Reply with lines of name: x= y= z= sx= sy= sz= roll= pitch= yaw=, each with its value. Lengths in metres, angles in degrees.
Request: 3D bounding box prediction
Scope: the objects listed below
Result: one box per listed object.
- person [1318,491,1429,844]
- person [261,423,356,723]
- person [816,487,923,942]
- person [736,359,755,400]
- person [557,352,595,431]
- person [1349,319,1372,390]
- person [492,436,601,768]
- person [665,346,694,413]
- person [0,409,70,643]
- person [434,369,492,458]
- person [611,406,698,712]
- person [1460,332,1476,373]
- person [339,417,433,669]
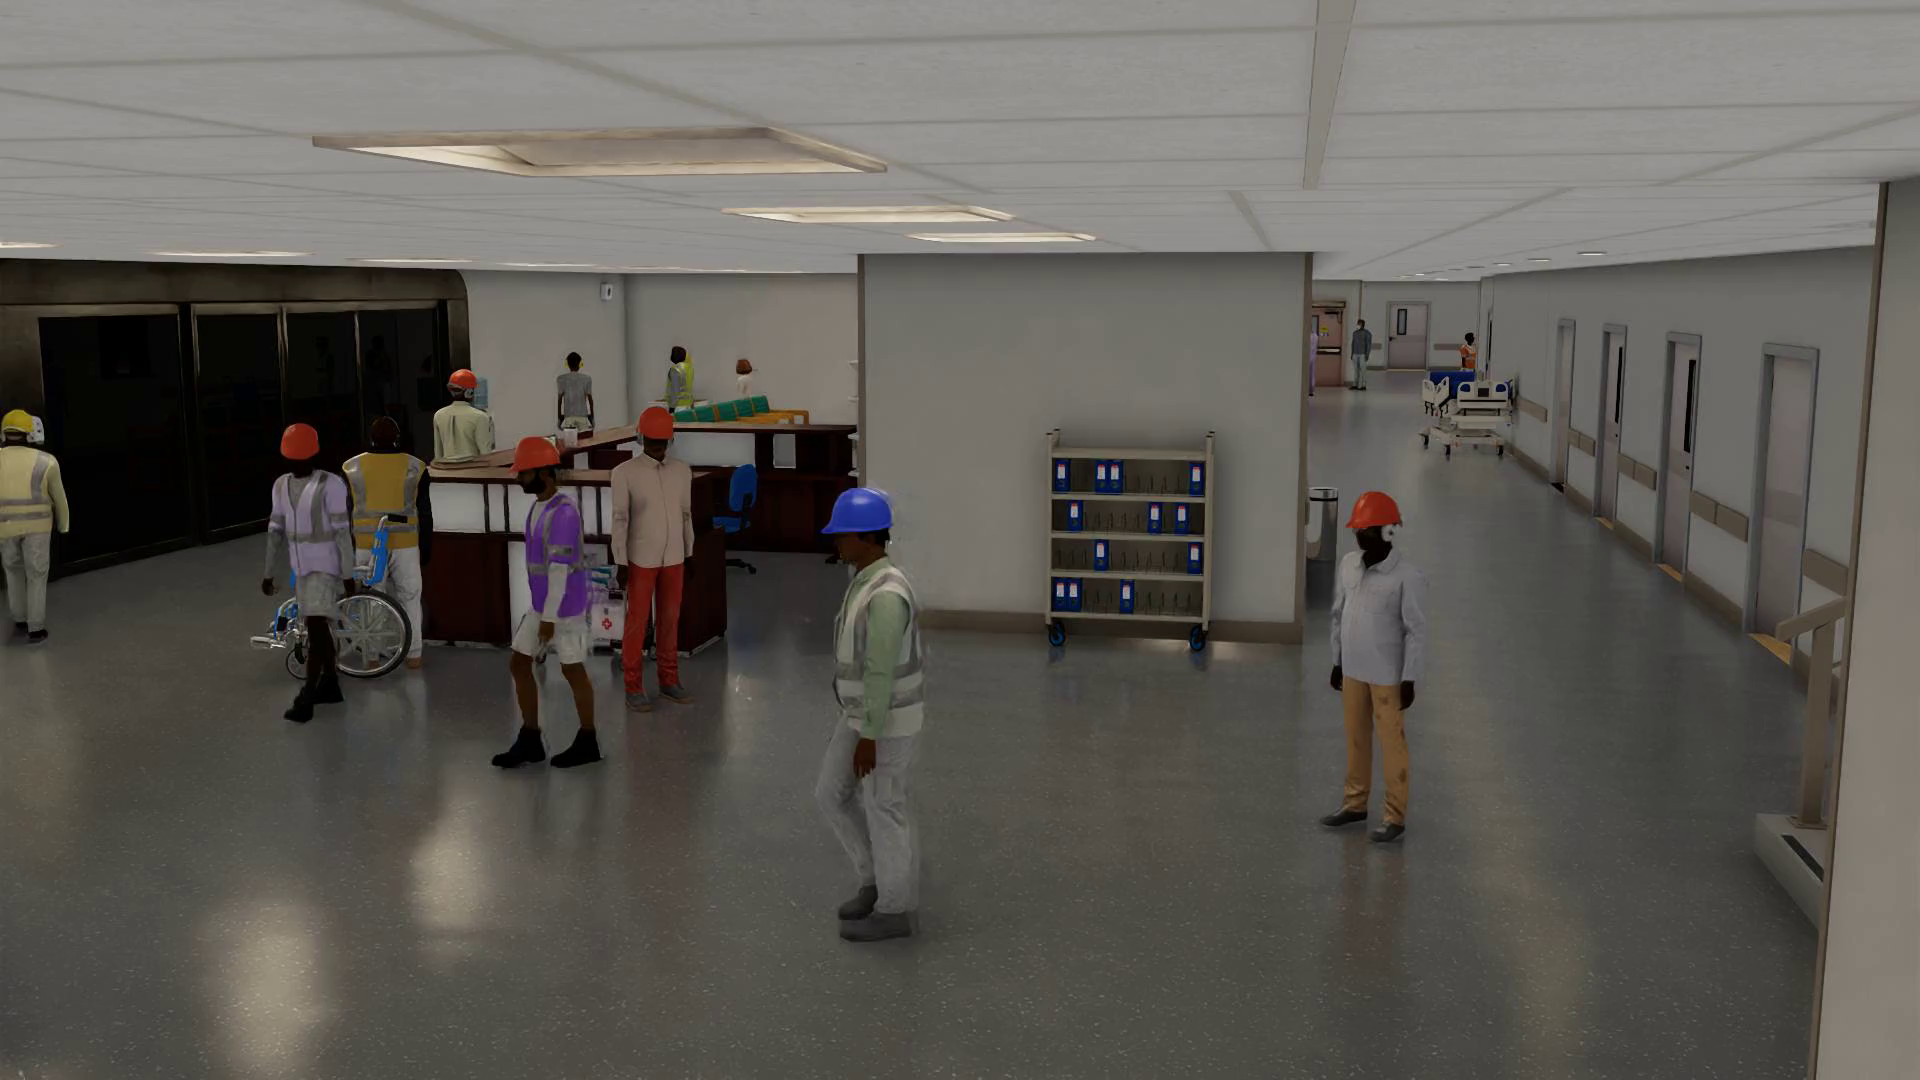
person: x=2.047 y=0.624 z=8.288 sx=0.341 sy=1.749 sz=0.572 roll=-5 pitch=10 yaw=-32
person: x=-4.240 y=0.200 z=10.628 sx=0.638 sy=1.891 sz=0.766 roll=4 pitch=10 yaw=27
person: x=-0.379 y=0.741 z=6.946 sx=0.454 sy=1.932 sz=0.608 roll=-3 pitch=9 yaw=-17
person: x=-3.443 y=-2.125 z=26.958 sx=0.422 sy=1.616 sz=0.509 roll=3 pitch=9 yaw=17
person: x=-5.419 y=-1.717 z=23.459 sx=0.535 sy=1.864 sz=0.309 roll=-2 pitch=9 yaw=-11
person: x=10.897 y=-5.041 z=45.269 sx=0.371 sy=1.941 sz=0.627 roll=-7 pitch=11 yaw=-37
person: x=-2.378 y=0.375 z=9.400 sx=0.735 sy=1.906 sz=0.566 roll=-7 pitch=11 yaw=-38
person: x=-4.464 y=-2.154 z=26.430 sx=0.429 sy=1.847 sz=0.627 roll=2 pitch=9 yaw=15
person: x=-7.313 y=-0.121 z=13.044 sx=0.615 sy=1.806 sz=0.682 roll=-3 pitch=9 yaw=-17
person: x=-4.654 y=-0.609 z=15.676 sx=0.611 sy=1.995 sz=0.380 roll=3 pitch=9 yaw=20
person: x=-1.981 y=0.118 z=10.871 sx=0.621 sy=1.985 sz=0.399 roll=-8 pitch=12 yaw=-44
person: x=12.350 y=-4.190 z=40.410 sx=0.538 sy=1.700 sz=0.317 roll=-8 pitch=12 yaw=-42
person: x=-4.106 y=0.035 z=11.950 sx=0.626 sy=1.837 sz=0.429 roll=-3 pitch=9 yaw=-18
